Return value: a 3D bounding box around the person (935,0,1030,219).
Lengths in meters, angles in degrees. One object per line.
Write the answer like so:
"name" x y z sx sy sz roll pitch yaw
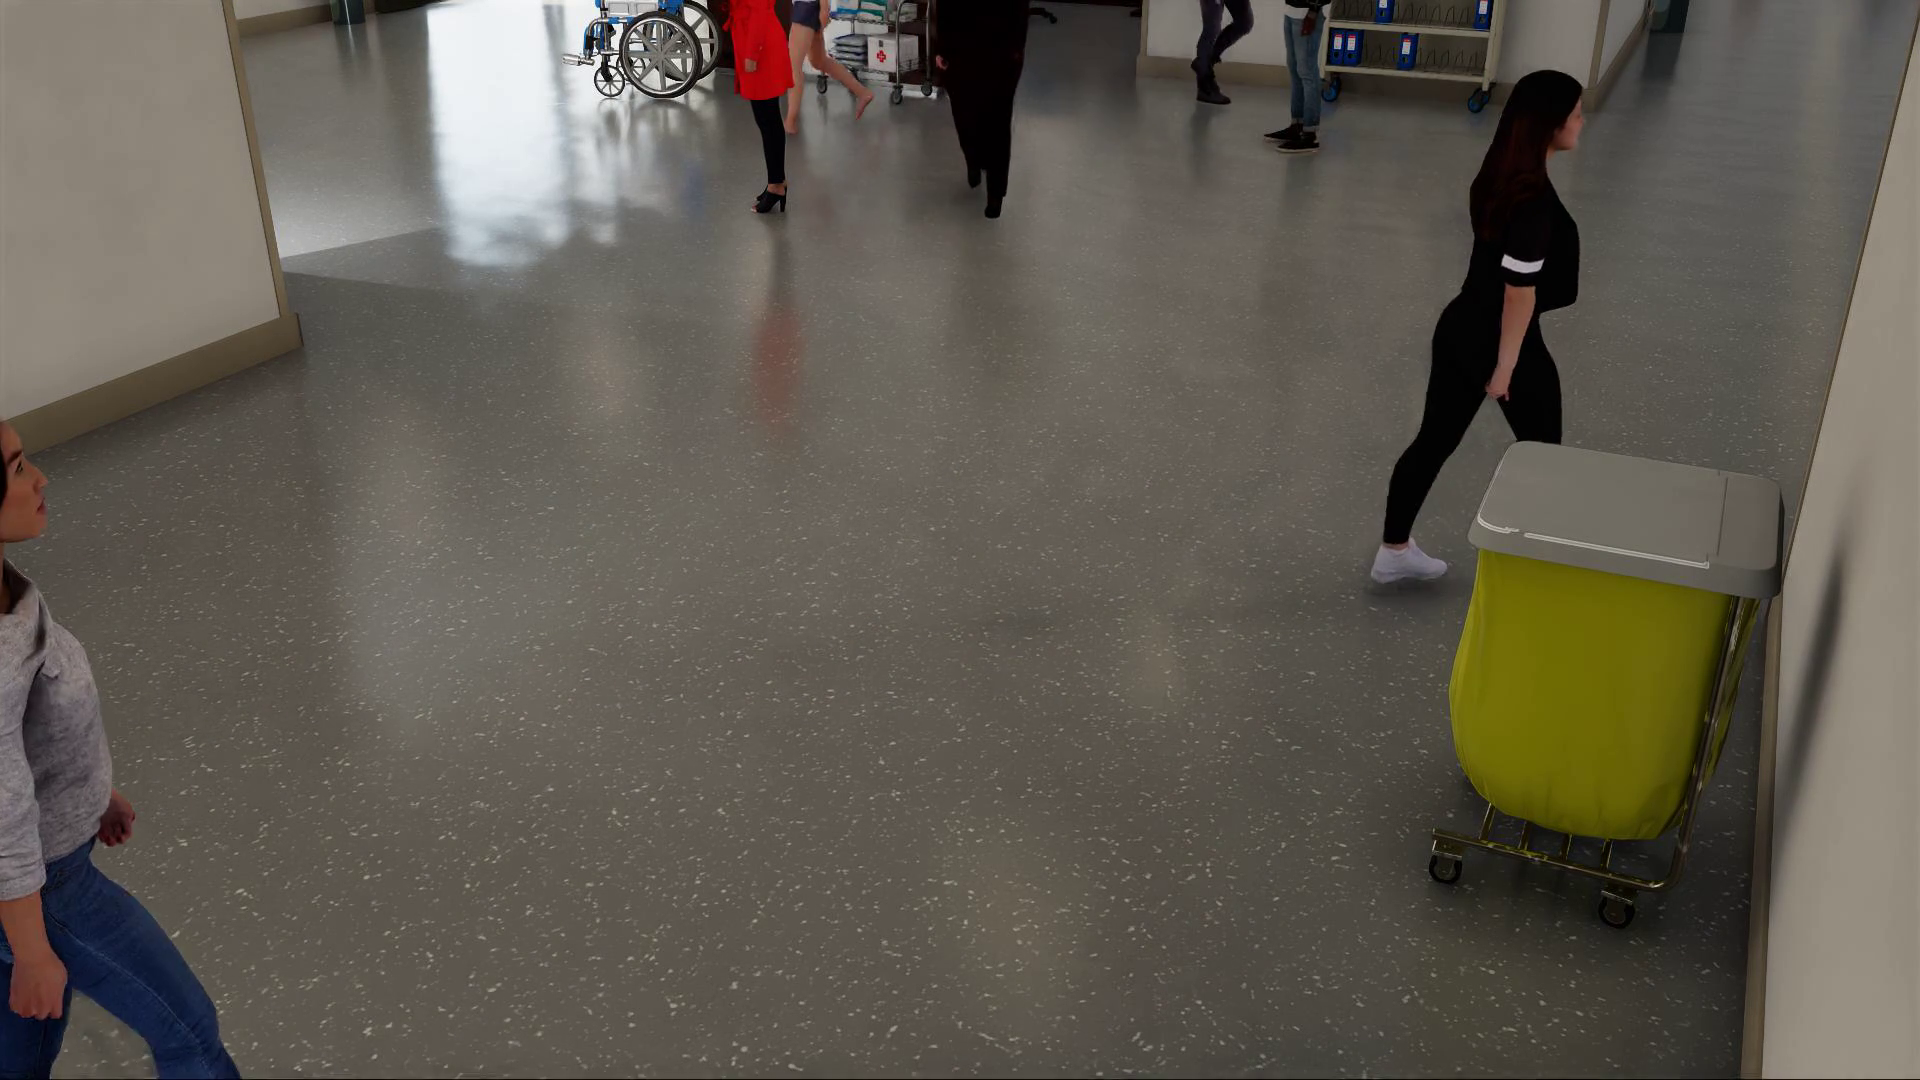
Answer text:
"person" 0.118 -2.729 9.376 1.117 1.714 0.926 4 26 8

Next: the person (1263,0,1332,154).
"person" 2.261 -3.464 10.777 0.741 1.821 0.749 -2 26 -5

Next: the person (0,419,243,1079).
"person" -1.560 0.582 2.635 0.922 1.607 0.923 -17 30 -31

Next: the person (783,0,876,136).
"person" -0.932 -3.582 11.186 1.095 1.679 1.075 -11 28 -21

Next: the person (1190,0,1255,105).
"person" 1.838 -4.156 12.216 0.810 1.818 0.853 -22 33 -38

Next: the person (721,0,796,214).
"person" -1.109 -2.727 9.332 0.731 1.748 0.713 1 26 2

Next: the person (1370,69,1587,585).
"person" 1.541 -0.578 5.052 1.151 1.596 0.984 -4 26 -8
